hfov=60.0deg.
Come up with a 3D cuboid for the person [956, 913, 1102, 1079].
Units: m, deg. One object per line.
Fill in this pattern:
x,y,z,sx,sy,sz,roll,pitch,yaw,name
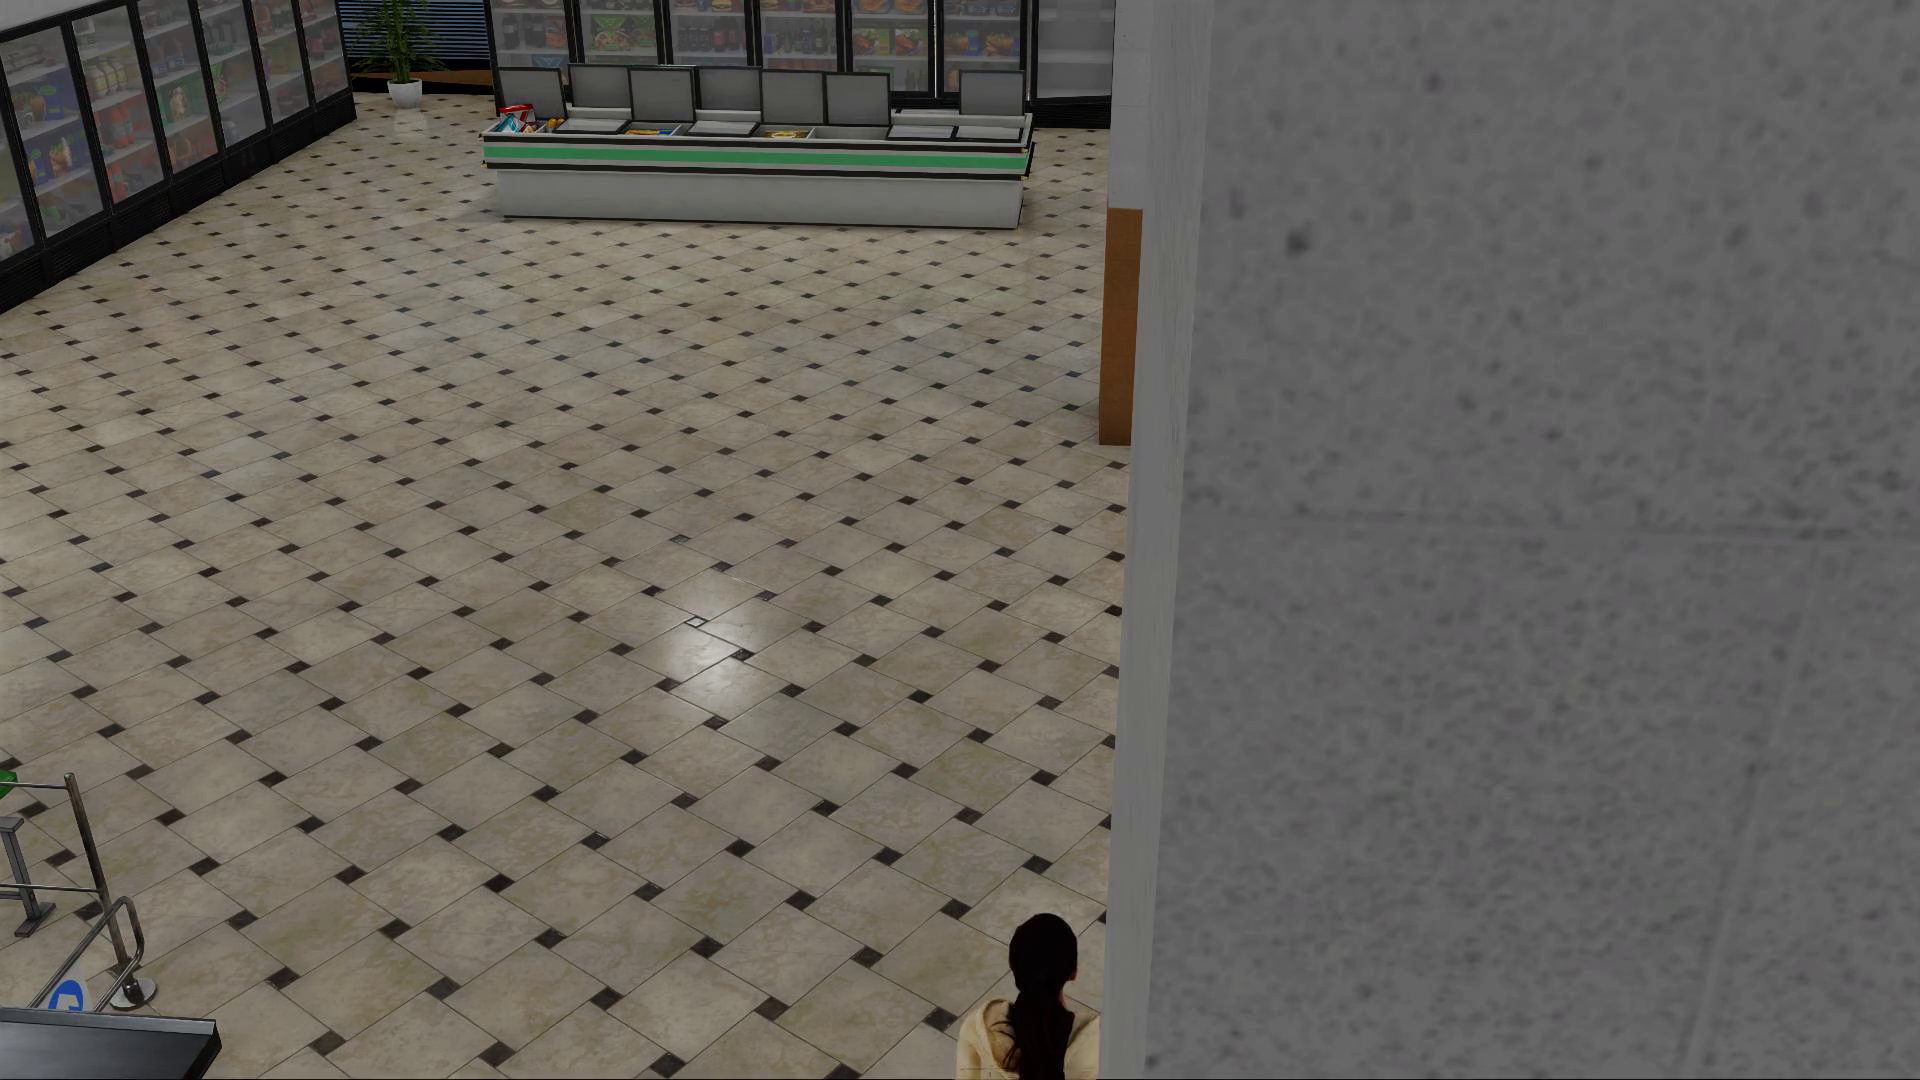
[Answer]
0.215,1.747,4.371,1.121,1.577,0.874,8,28,16,person
